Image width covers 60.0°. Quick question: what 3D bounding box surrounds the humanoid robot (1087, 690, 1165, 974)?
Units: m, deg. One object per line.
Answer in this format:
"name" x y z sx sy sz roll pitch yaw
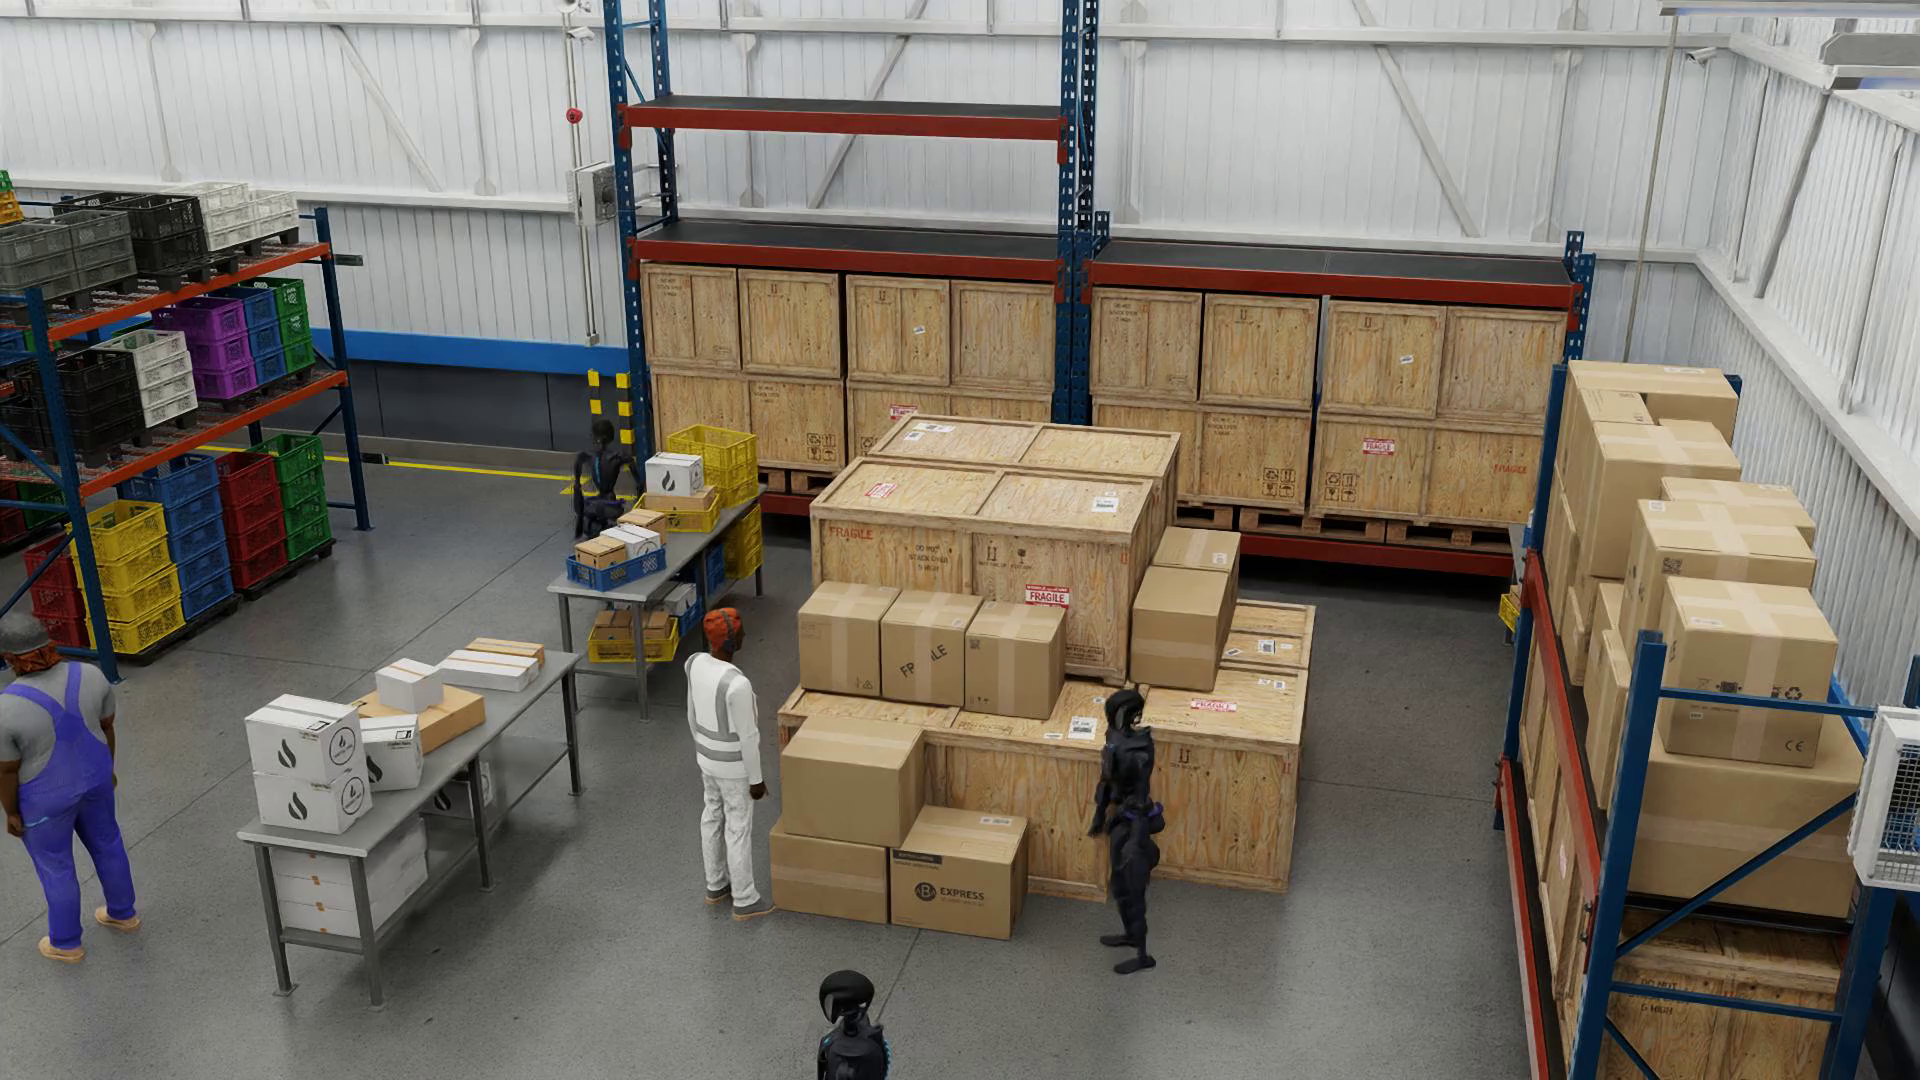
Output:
"humanoid robot" 0.910 1.561 9.006 0.334 1.645 0.622 -7 22 -17

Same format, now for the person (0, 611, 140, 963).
"person" -4.954 1.322 9.107 0.536 2.000 0.679 12 24 28

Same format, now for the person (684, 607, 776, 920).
"person" -1.314 1.267 9.470 0.357 1.883 0.572 -18 27 -38

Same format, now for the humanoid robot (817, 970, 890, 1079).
"humanoid robot" -0.418 2.442 6.665 0.320 1.657 0.611 0 21 1

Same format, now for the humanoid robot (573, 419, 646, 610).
"humanoid robot" -2.847 -0.200 13.631 0.589 1.623 0.746 6 22 16
